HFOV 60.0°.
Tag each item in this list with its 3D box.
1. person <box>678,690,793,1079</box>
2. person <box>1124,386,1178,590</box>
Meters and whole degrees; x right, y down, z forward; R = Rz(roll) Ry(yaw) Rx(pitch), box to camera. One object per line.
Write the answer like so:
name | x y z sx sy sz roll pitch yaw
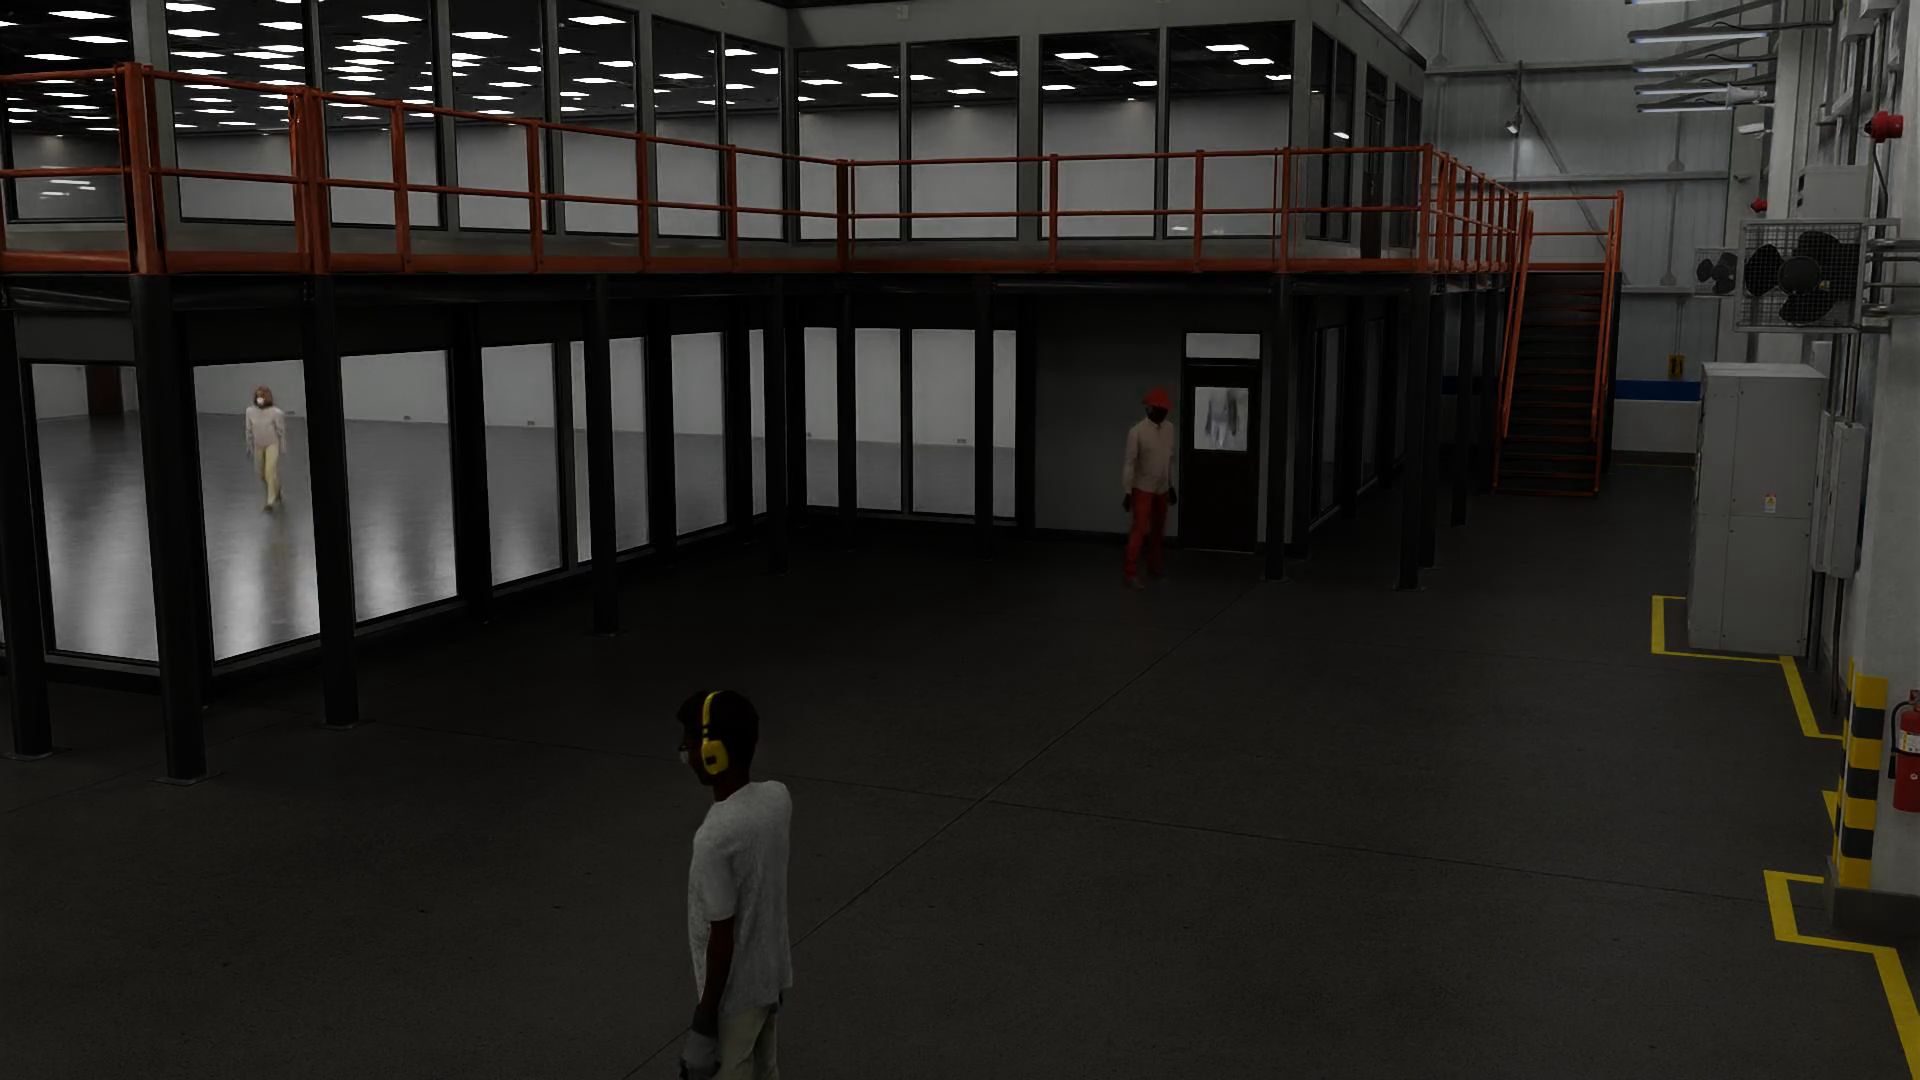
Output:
person | -0.667 1.346 4.896 0.329 1.865 0.511 3 10 17
person | 1.850 -0.522 16.116 0.675 1.977 0.458 -8 12 -40
